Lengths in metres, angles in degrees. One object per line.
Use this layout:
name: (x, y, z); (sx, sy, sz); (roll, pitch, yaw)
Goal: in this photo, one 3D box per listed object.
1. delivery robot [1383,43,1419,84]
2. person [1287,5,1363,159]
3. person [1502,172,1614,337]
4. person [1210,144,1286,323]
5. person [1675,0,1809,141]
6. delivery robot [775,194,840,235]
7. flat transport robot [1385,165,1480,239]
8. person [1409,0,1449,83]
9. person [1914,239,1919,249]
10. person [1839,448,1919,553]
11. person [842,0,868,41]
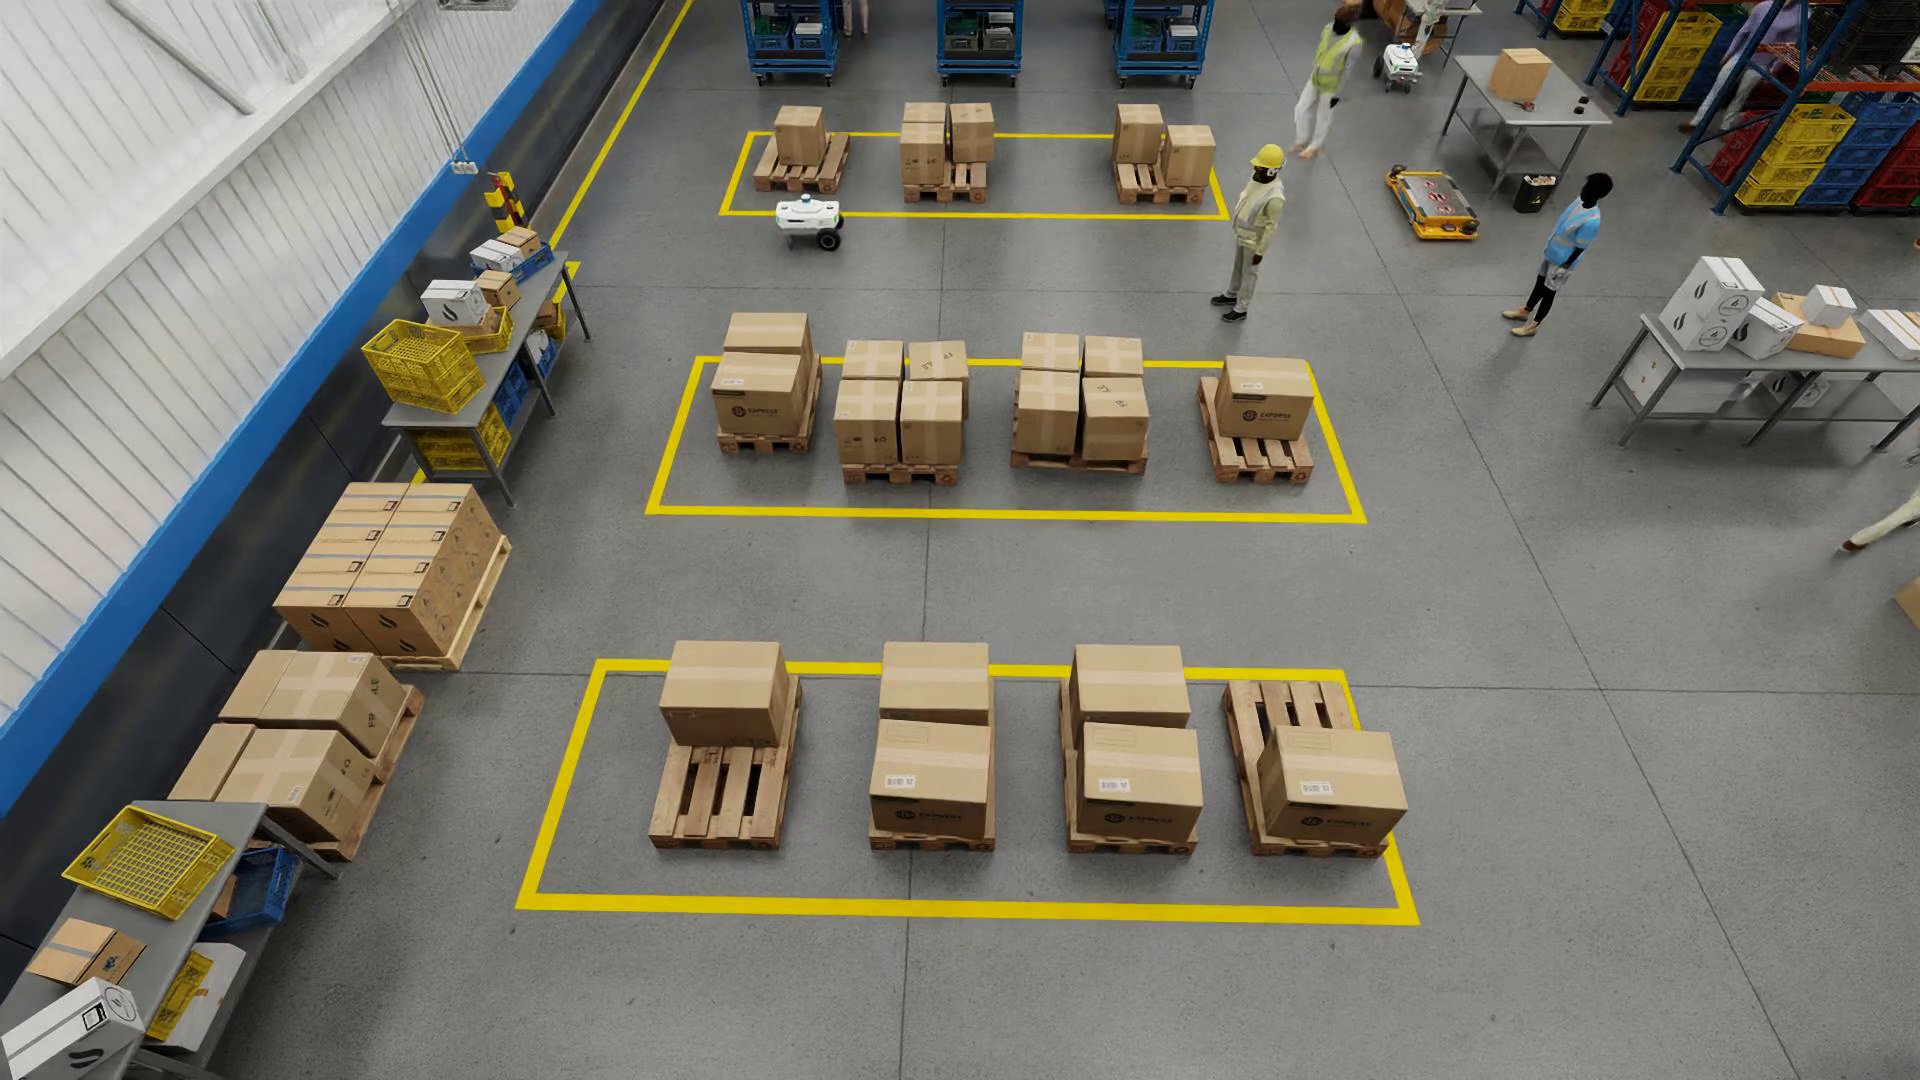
delivery robot: (6.372, -6.919, 13.258); (0.477, 0.478, 0.707); (5, 49, 4)
person: (4.505, -5.636, 11.372); (0.541, 1.817, 0.652); (-23, 53, -19)
person: (5.881, -2.785, 8.987); (0.319, 1.698, 0.532); (6, 49, 5)
person: (2.889, -3.030, 9.111); (0.404, 1.835, 0.588); (-6, 49, -5)
person: (10.115, -6.114, 11.732); (0.499, 1.921, 0.682); (-34, 57, -26)
delivery robot: (-1.736, -3.708, 10.479); (0.707, 0.478, 0.477); (0, 49, 0)
flat transport robot: (5.692, -4.094, 11.059); (0.652, 0.197, 1.431); (1, 49, 1)
person: (6.689, -7.402, 13.029); (0.317, 1.630, 0.526); (23, 53, 19)
person: (11.246, -3.943, 9.869); (0.584, 1.881, 0.337); (10, 50, 8)
person: (7.722, -0.597, 7.025); (1.030, 1.803, 0.533); (-14, 51, -12)
person: (-1.632, -8.698, 13.925); (0.626, 1.980, 0.411); (-19, 52, -16)
